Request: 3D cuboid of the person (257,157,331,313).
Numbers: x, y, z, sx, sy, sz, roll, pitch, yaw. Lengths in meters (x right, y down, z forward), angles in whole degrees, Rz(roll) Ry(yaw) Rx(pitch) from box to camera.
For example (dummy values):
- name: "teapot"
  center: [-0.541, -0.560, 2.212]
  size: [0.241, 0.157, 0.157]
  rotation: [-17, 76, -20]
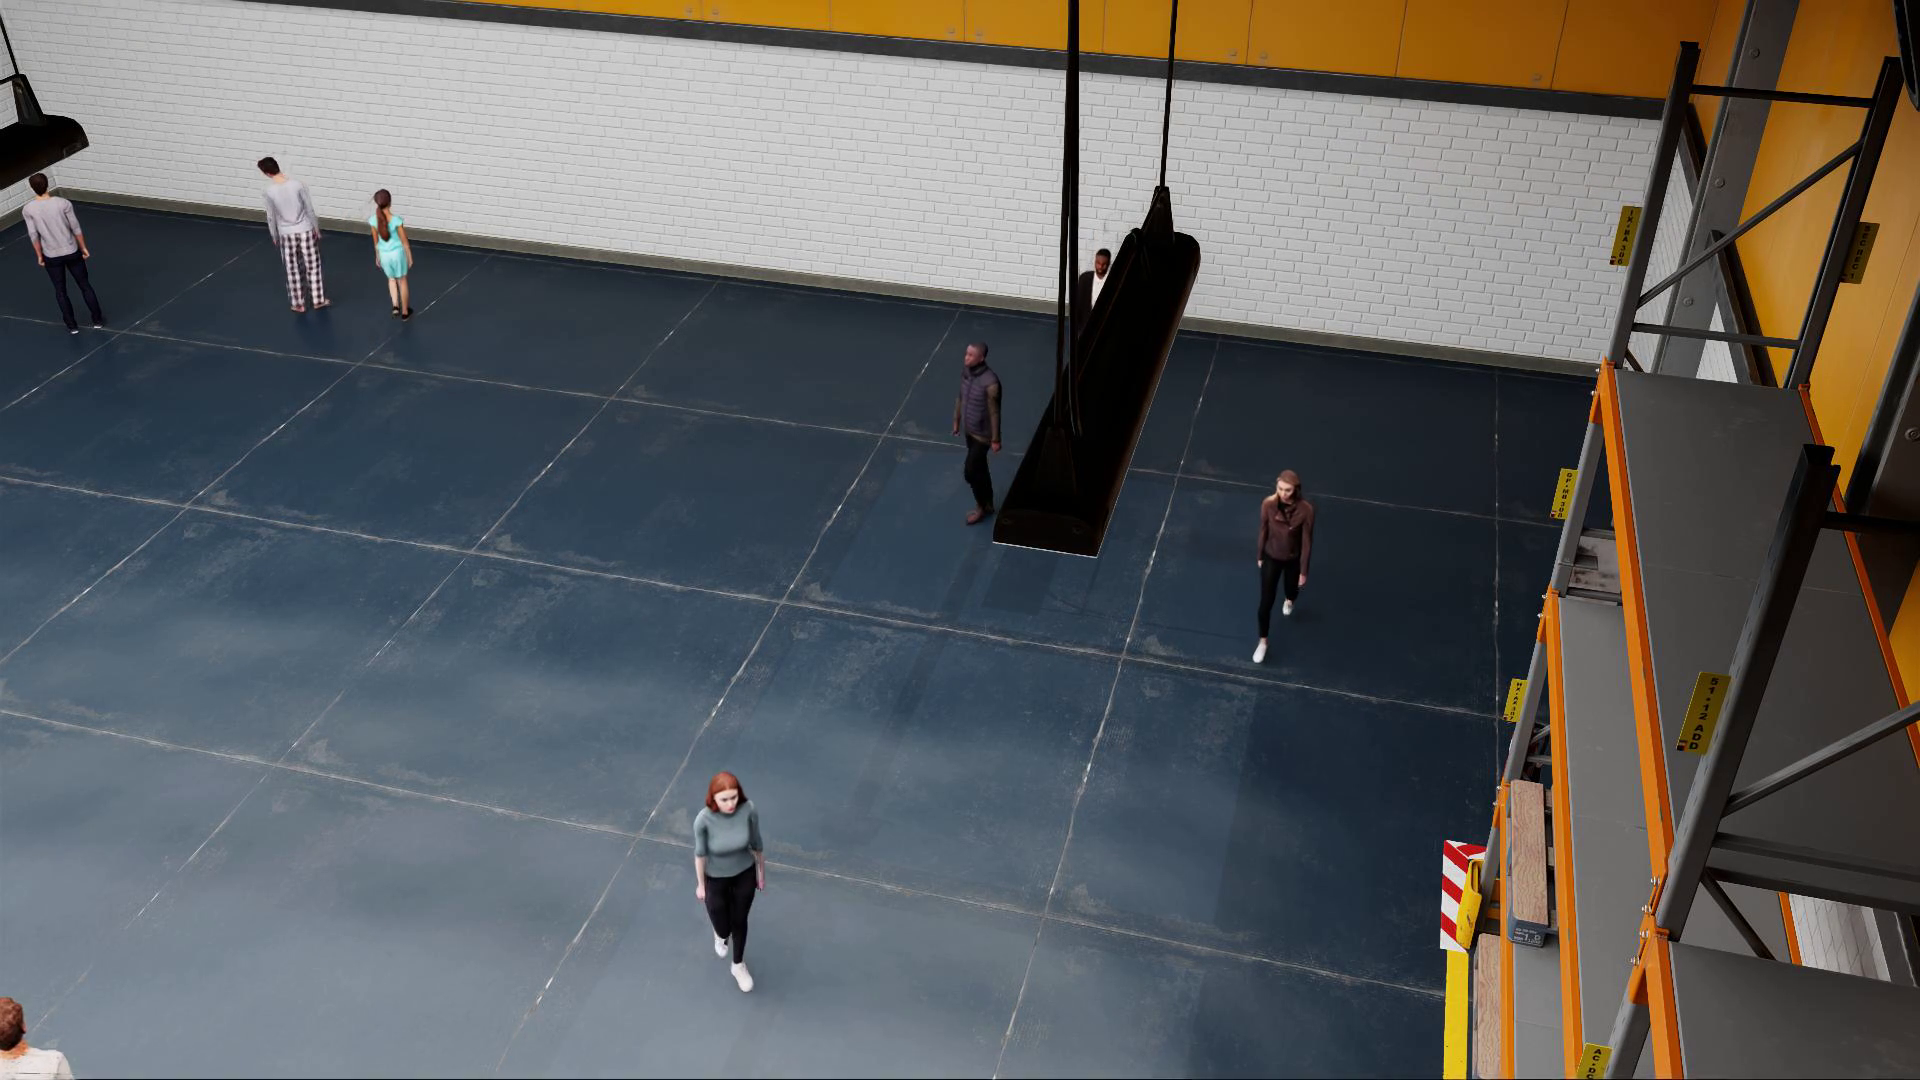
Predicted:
- name: "person"
  center: [-7.492, -3.465, 18.825]
  size: [0.776, 1.816, 0.783]
  rotation: [-1, 34, -1]

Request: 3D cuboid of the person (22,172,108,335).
- name: "person"
  center: [-9.934, -3.182, 18.374]
  size: [0.726, 1.843, 0.775]
  rotation: [-16, 37, -23]

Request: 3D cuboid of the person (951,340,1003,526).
- name: "person"
  center: [0.249, -0.999, 15.105]
  size: [0.907, 1.827, 0.846]
  rotation: [-18, 37, -24]

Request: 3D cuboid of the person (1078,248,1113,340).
- name: "person"
  center: [1.411, -2.150, 16.875]
  size: [0.704, 1.786, 0.652]
  rotation: [9, 35, 14]

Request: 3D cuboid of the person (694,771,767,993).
- name: "person"
  center: [-1.480, 2.096, 10.530]
  size: [0.805, 1.736, 0.873]
  rotation: [-13, 36, -19]

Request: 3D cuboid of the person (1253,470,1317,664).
- name: "person"
  center: [2.657, 0.143, 13.531]
  size: [0.656, 1.667, 1.097]
  rotation: [11, 35, 16]

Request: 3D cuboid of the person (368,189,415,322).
- name: "person"
  center: [-6.363, -3.149, 18.591]
  size: [0.617, 1.549, 0.677]
  rotation: [0, 34, 1]
